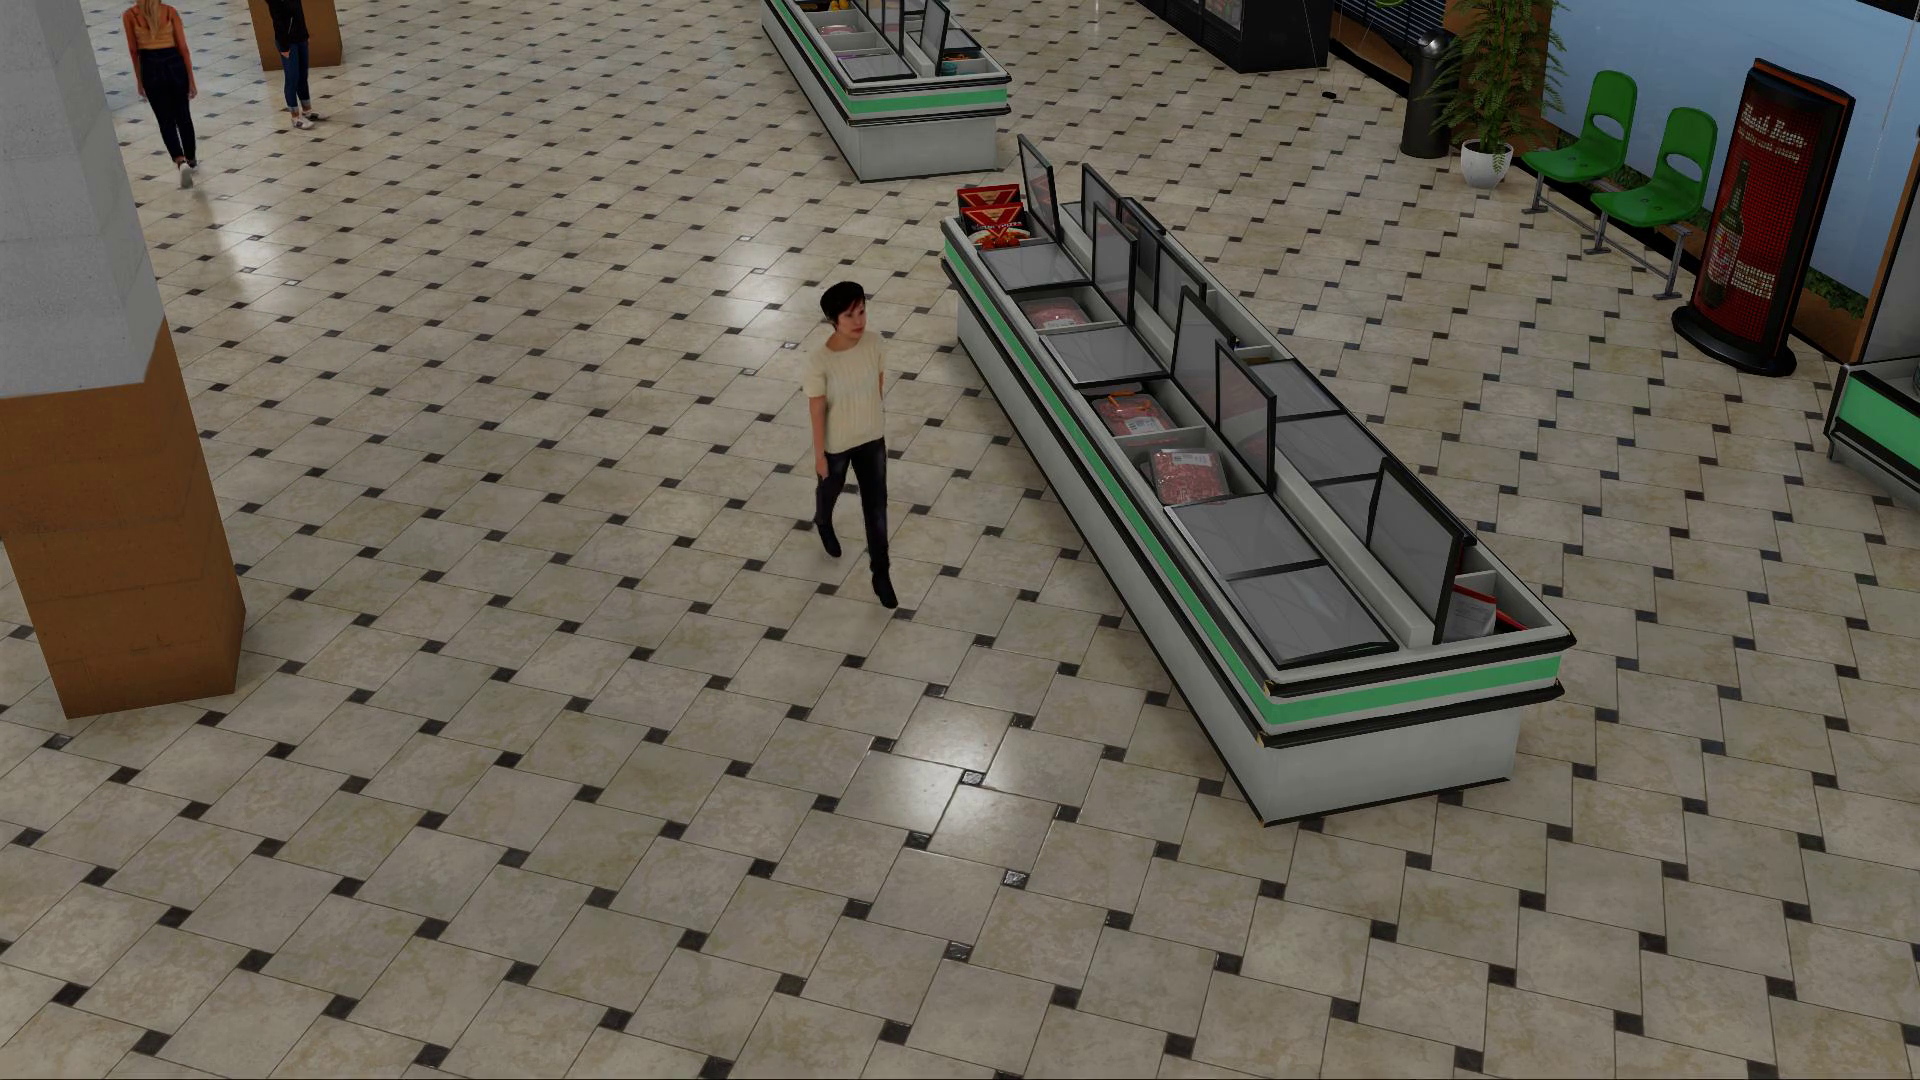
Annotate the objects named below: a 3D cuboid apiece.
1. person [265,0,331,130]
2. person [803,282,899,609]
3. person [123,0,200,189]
[{"bbox_3d":[-5.621,-4.217,13.946,0.677,1.481,0.561,4,32,7],"label":"person"},{"bbox_3d":[-0.562,-0.488,7.888,0.736,1.550,1.056,-15,35,-23],"label":"person"},{"bbox_3d":[-6.033,-3.476,12.639,0.734,1.604,1.115,-15,35,-23],"label":"person"}]
